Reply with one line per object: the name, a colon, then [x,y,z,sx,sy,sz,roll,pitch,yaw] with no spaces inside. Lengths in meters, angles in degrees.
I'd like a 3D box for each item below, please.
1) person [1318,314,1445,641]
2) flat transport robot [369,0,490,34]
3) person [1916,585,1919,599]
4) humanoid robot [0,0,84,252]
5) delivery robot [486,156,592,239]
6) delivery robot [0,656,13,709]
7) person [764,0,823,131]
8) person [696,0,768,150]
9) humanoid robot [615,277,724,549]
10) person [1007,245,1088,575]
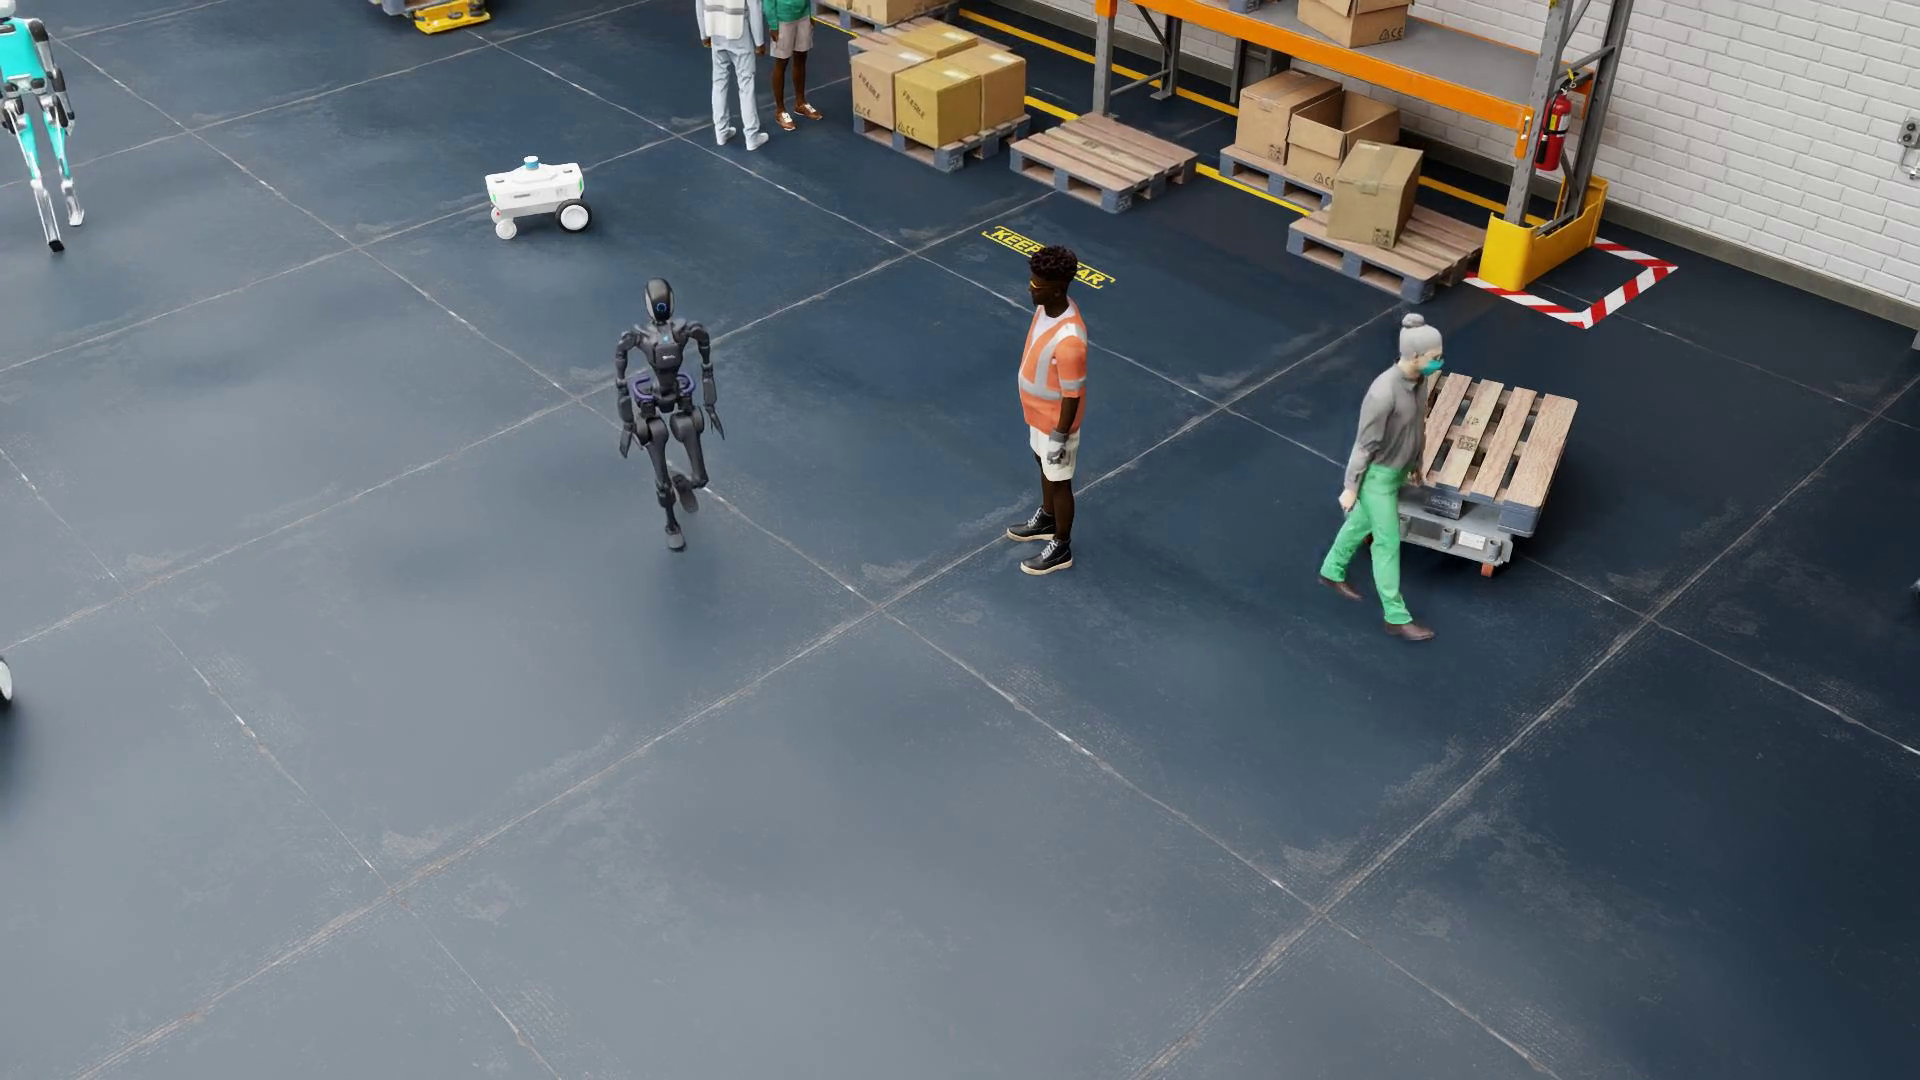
person: [2.325,-0.329,8.688,0.866,1.814,0.539,26,44,30]
flat transport robot: [-5.339,-5.434,16.728,0.659,0.231,1.431,-25,44,-29]
person: [5.675,-0.377,8.746,0.854,1.816,0.563,-20,41,-24]
humanoid robot: [-6.890,-3.017,12.355,0.547,1.819,0.900,-10,38,-13]
delivery robot: [-3.244,-2.657,12.825,0.813,0.609,0.499,-12,39,-16]
delivery robot: [-5.064,0.798,8.244,0.499,0.600,0.802,-11,39,-15]
person: [-1.452,-4.437,14.097,0.385,1.848,0.505,29,46,33]
person: [-1.892,-4.162,13.685,0.588,1.910,0.391,13,39,17]
humanoid robot: [-1.655,-0.737,9.335,0.590,1.643,0.461,-14,39,-18]
person: [0.491,-0.704,9.059,0.368,1.965,0.605,-7,38,-9]
